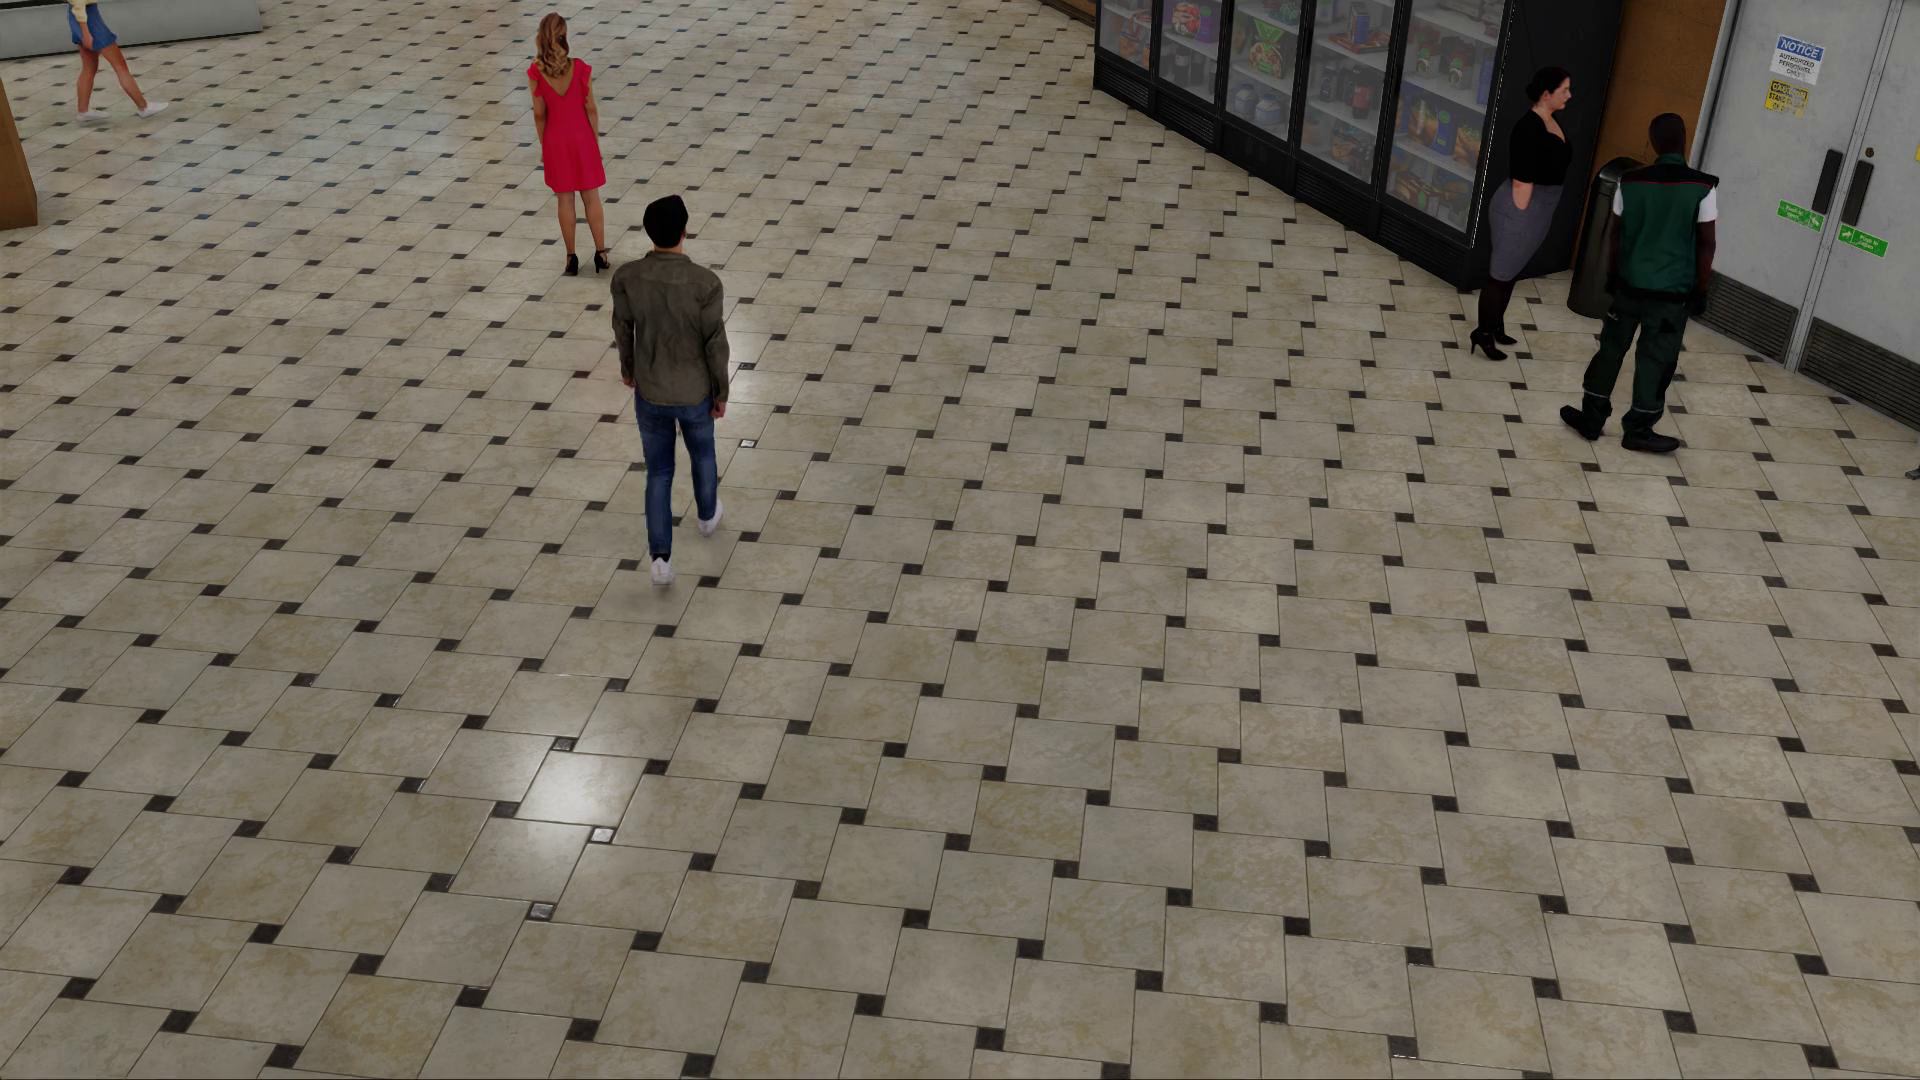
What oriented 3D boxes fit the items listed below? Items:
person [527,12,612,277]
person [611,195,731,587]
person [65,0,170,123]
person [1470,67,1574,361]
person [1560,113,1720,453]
[{"bbox_3d":[-2.562,-2.584,10.911,0.574,1.728,0.696,-4,32,-6],"label":"person"},{"bbox_3d":[-1.352,-0.647,7.684,1.210,1.849,1.083,0,32,-1],"label":"person"},{"bbox_3d":[-7.220,-4.204,13.631,0.965,1.604,0.708,-17,36,-25],"label":"person"},{"bbox_3d":[3.298,-1.925,9.825,0.831,1.756,0.737,19,36,27],"label":"person"},{"bbox_3d":[3.707,-1.309,8.779,0.762,1.815,0.879,-18,36,-26],"label":"person"}]
